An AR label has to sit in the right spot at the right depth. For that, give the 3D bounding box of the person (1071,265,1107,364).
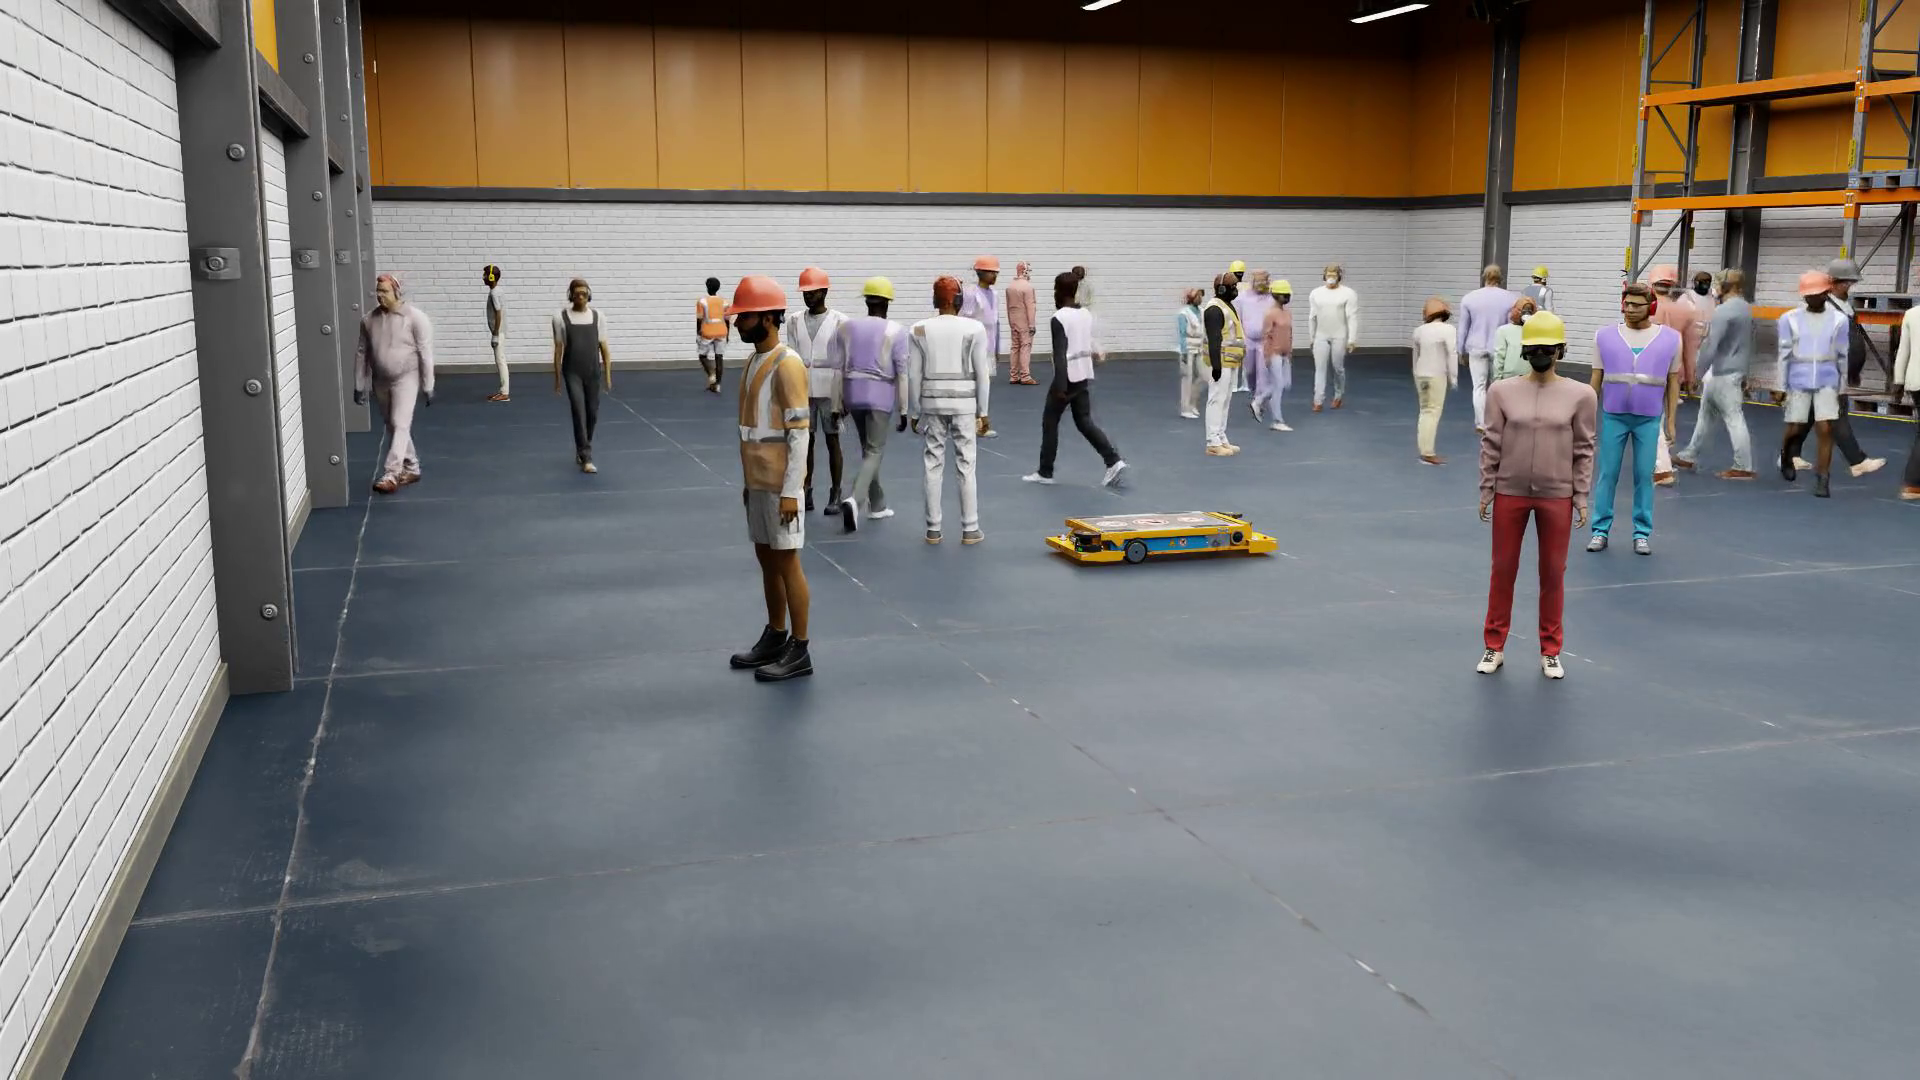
[{"bbox_3d":[2.238,-4.063,30.166,0.784,1.821,0.637,-2,10,-11],"label":"person"}]

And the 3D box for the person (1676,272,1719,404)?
[{"bbox_3d":[9.858,-2.682,22.242,0.657,1.787,0.988,-1,10,-9],"label":"person"}]

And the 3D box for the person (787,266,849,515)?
[{"bbox_3d":[-1.113,-1.155,12.969,0.550,1.935,0.375,3,10,17],"label":"person"}]

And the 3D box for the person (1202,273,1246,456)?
[{"bbox_3d":[2.675,-1.777,16.848,0.429,1.842,0.635,4,11,22],"label":"person"}]

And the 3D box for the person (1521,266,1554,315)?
[{"bbox_3d":[9.244,-3.456,26.593,0.404,1.833,0.590,-7,12,-34],"label":"person"}]

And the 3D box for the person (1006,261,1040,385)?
[{"bbox_3d":[0.986,-3.348,25.757,0.409,1.907,0.650,-6,12,-32],"label":"person"}]

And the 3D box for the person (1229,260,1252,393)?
[{"bbox_3d":[4.049,-3.110,24.313,0.588,1.928,0.383,-5,11,-26],"label":"person"}]

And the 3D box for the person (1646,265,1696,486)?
[{"bbox_3d":[6.213,-1.463,14.754,0.636,1.947,0.954,-1,10,-9],"label":"person"}]

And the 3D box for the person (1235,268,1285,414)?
[{"bbox_3d":[3.841,-2.562,21.336,0.666,1.865,0.816,3,10,17],"label":"person"}]

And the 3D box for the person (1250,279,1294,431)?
[{"bbox_3d":[3.617,-2.135,19.188,0.573,1.750,0.537,9,13,42],"label":"person"}]

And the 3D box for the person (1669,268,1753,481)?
[{"bbox_3d":[6.799,-1.497,15.069,0.951,1.900,0.635,8,13,38],"label":"person"}]

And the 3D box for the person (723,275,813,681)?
[{"bbox_3d":[-0.926,-0.291,7.968,0.376,1.935,0.550,-5,11,-28],"label":"person"}]

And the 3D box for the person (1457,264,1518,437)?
[{"bbox_3d":[5.887,-2.115,18.608,0.640,1.917,0.660,2,10,12],"label":"person"}]

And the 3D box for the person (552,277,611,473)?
[{"bbox_3d":[-3.581,-1.567,15.713,0.515,1.822,0.843,-5,11,-25],"label":"person"}]

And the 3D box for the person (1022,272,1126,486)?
[{"bbox_3d":[1.022,-1.405,14.589,0.930,1.888,0.602,6,12,33],"label":"person"}]

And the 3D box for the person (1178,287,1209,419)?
[{"bbox_3d":[2.872,-2.301,20.483,0.545,1.622,0.373,-10,14,-44],"label":"person"}]

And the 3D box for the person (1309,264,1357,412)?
[{"bbox_3d":[4.835,-2.613,21.571,0.646,1.918,0.912,5,11,26],"label":"person"}]

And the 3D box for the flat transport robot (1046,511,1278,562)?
[{"bbox_3d":[1.366,-0.035,11.305,1.431,0.197,0.652,-3,10,-17],"label":"flat transport robot"}]

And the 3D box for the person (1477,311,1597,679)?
[{"bbox_3d":[2.764,-0.212,8.008,0.525,1.769,0.313,3,10,19],"label":"person"}]

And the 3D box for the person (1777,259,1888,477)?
[{"bbox_3d":[8.106,-1.622,15.372,0.698,2.000,1.021,-9,14,-43],"label":"person"}]

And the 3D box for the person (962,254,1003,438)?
[{"bbox_3d":[0.272,-2.122,18.303,0.417,2.027,0.649,7,12,34],"label":"person"}]

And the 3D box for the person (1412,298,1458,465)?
[{"bbox_3d":[4.599,-1.547,16.204,0.418,1.610,0.576,-6,12,-33],"label":"person"}]

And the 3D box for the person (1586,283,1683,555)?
[{"bbox_3d":[4.570,-0.822,11.313,0.571,1.840,0.373,4,11,22],"label":"person"}]

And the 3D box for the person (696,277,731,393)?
[{"bbox_3d":[-3.608,-2.990,24.300,0.557,1.683,0.368,-5,11,-29],"label":"person"}]

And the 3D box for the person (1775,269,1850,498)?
[{"bbox_3d":[7.212,-1.337,14.107,0.574,1.912,0.676,3,10,19],"label":"person"}]

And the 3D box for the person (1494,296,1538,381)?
[{"bbox_3d":[5.347,-1.509,15.900,0.497,1.632,0.289,0,10,0],"label":"person"}]

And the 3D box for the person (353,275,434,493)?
[{"bbox_3d":[-4.911,-1.348,14.337,0.657,1.851,0.973,3,10,16],"label":"person"}]

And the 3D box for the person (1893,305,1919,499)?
[{"bbox_3d":[8.261,-1.329,13.951,0.989,1.947,0.641,-4,11,-24],"label":"person"}]

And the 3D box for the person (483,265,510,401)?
[{"bbox_3d":[-6.411,-2.849,22.968,0.333,1.873,0.520,-2,10,-9],"label":"person"}]

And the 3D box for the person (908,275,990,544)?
[{"bbox_3d":[-0.074,-0.904,11.669,0.572,1.886,0.355,2,10,10],"label":"person"}]

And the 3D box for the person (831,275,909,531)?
[{"bbox_3d":[-0.695,-1.031,12.432,0.597,1.888,0.905,4,11,24],"label":"person"}]
